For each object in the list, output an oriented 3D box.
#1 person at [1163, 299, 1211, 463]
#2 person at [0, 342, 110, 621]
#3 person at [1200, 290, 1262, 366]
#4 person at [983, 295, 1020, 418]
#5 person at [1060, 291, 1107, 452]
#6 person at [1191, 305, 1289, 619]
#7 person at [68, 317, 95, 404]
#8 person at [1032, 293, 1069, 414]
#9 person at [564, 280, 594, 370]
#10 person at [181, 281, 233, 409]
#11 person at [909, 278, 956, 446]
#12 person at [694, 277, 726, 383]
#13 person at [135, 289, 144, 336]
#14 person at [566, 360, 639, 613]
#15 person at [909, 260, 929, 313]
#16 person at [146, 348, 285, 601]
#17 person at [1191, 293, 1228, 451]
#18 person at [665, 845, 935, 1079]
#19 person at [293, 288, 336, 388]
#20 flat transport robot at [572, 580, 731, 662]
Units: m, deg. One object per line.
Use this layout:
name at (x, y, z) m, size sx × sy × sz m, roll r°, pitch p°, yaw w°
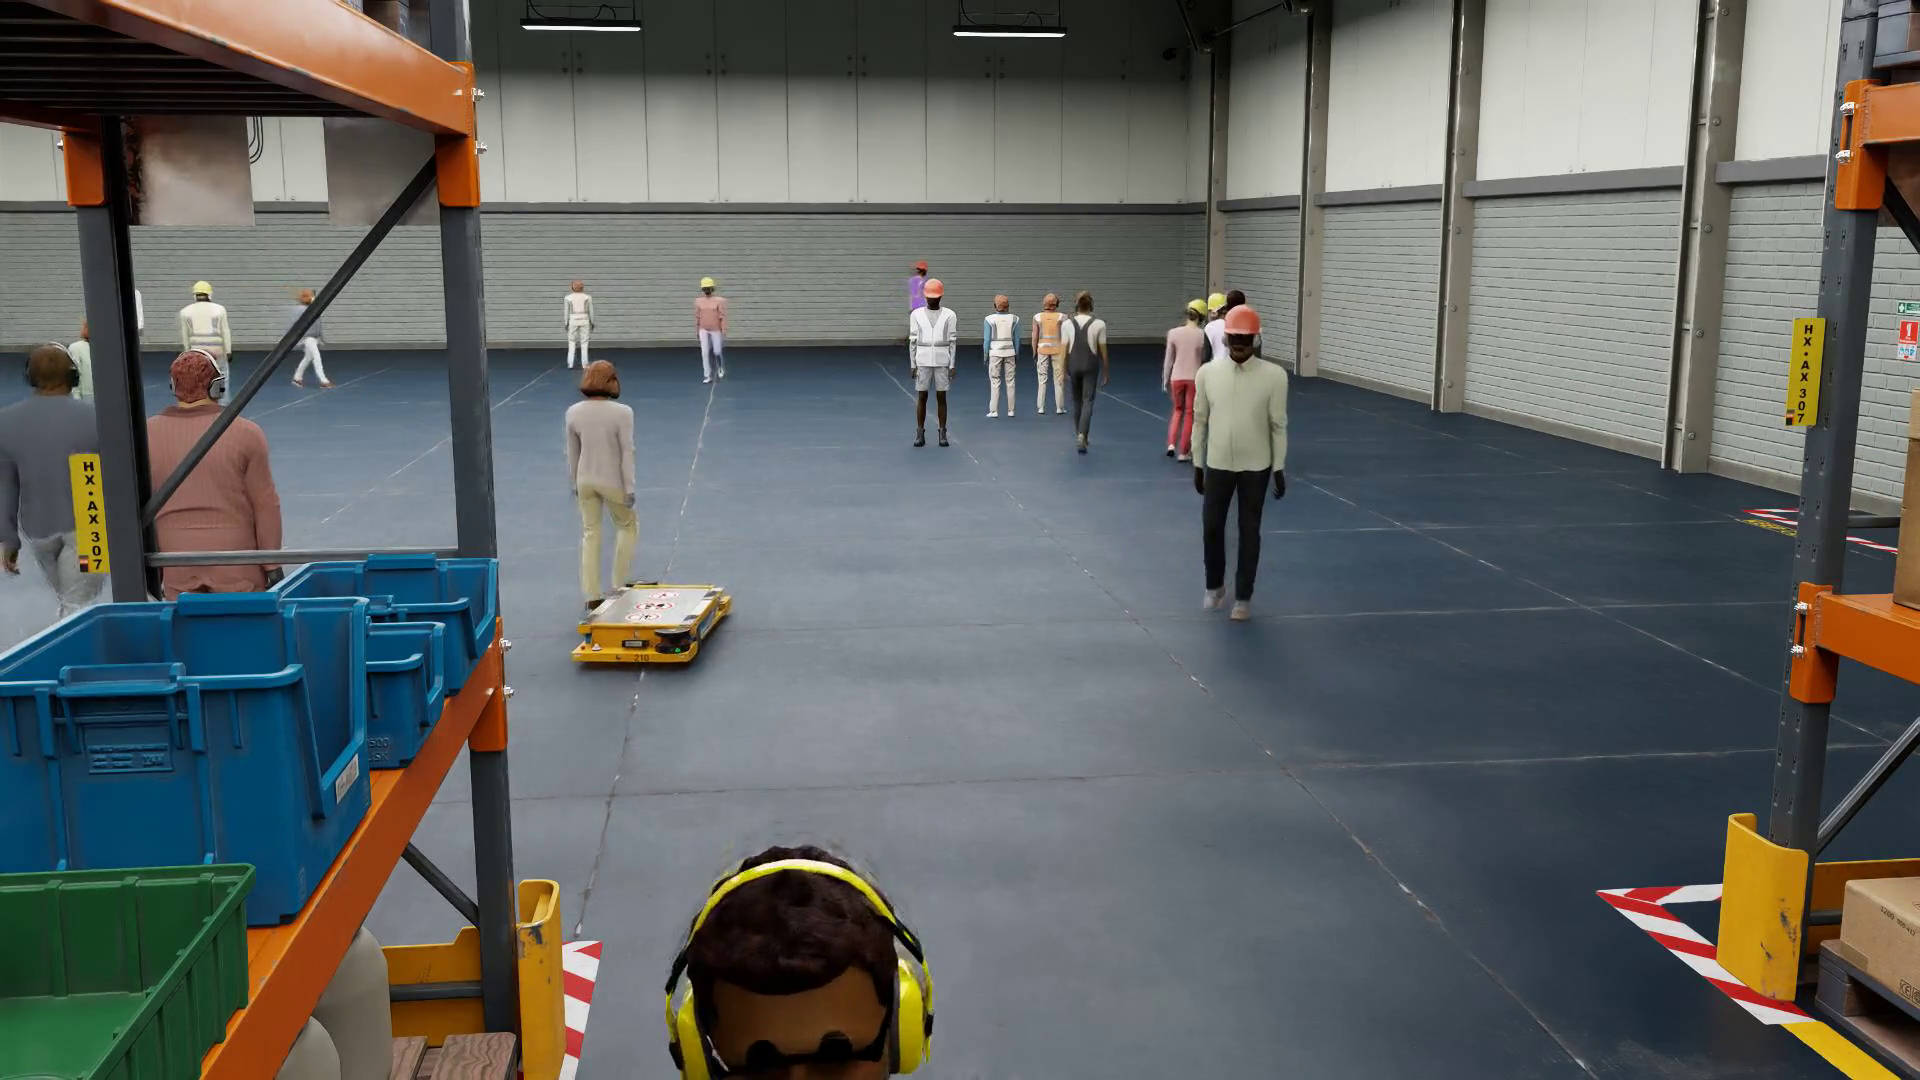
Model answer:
person at (2.450, -1.697, 17.784) m, size 0.542 × 1.741 × 0.430 m, roll 5°, pitch 12°, yaw 26°
person at (-4.481, -0.039, 8.323) m, size 0.638 × 1.903 × 1.018 m, roll -1°, pitch 10°, yaw -5°
person at (2.732, -1.576, 16.760) m, size 0.600 × 1.884 × 0.945 m, roll 0°, pitch 10°, yaw 0°
person at (0.556, -2.441, 22.156) m, size 0.523 × 1.640 × 0.306 m, roll -4°, pitch 11°, yaw -19°
person at (1.387, -1.902, 18.766) m, size 0.517 × 1.810 × 0.949 m, roll 3°, pitch 11°, yaw 15°
person at (1.764, -0.488, 10.513) m, size 0.625 × 1.992 × 0.394 m, roll 3°, pitch 11°, yaw 18°
person at (-8.679, -1.453, 16.757) m, size 0.507 × 1.632 × 0.266 m, roll -9°, pitch 14°, yaw -41°
person at (1.233, -2.520, 22.588) m, size 0.523 × 1.638 × 0.310 m, roll 2°, pitch 11°, yaw 10°
person at (-6.906, -3.899, 30.176) m, size 0.535 × 1.636 × 0.380 m, roll -2°, pitch 11°, yaw -12°
person at (-10.097, -2.572, 22.410) m, size 0.623 × 1.802 × 0.751 m, roll -1°, pitch 10°, yaw -8°
person at (-0.311, -2.033, 19.120) m, size 0.542 × 1.931 × 0.366 m, roll 0°, pitch 10°, yaw 0°
person at (-4.130, -3.480, 27.535) m, size 0.535 × 1.746 × 0.533 m, roll 1°, pitch 10°, yaw 5°
person at (-14.177, -3.643, 28.198) m, size 0.599 × 1.832 × 0.690 m, roll -6°, pitch 12°, yaw -29°
person at (-2.272, -0.352, 10.735) m, size 0.519 × 1.612 × 0.558 m, roll 3°, pitch 11°, yaw 18°
person at (-0.791, -4.823, 34.431) m, size 0.408 × 1.922 × 0.584 m, roll -9°, pitch 14°, yaw -40°
person at (-3.375, 0.092, 7.533) m, size 0.636 × 1.911 × 0.406 m, roll -1°, pitch 10°, yaw -4°
person at (2.807, -1.807, 18.280) m, size 0.603 × 1.779 × 0.917 m, roll -10°, pitch 14°, yaw -42°
person at (-0.129, 1.177, 1.740) m, size 0.541 × 1.852 × 0.483 m, roll -2°, pitch 11°, yaw -11°
person at (-10.396, -3.228, 26.592) m, size 0.832 × 1.593 × 0.510 m, roll 3°, pitch 11°, yaw 14°
flat transport robot at (-1.816, 0.470, 9.948) m, size 0.652 × 0.197 × 1.431 m, roll 0°, pitch 10°, yaw 2°
